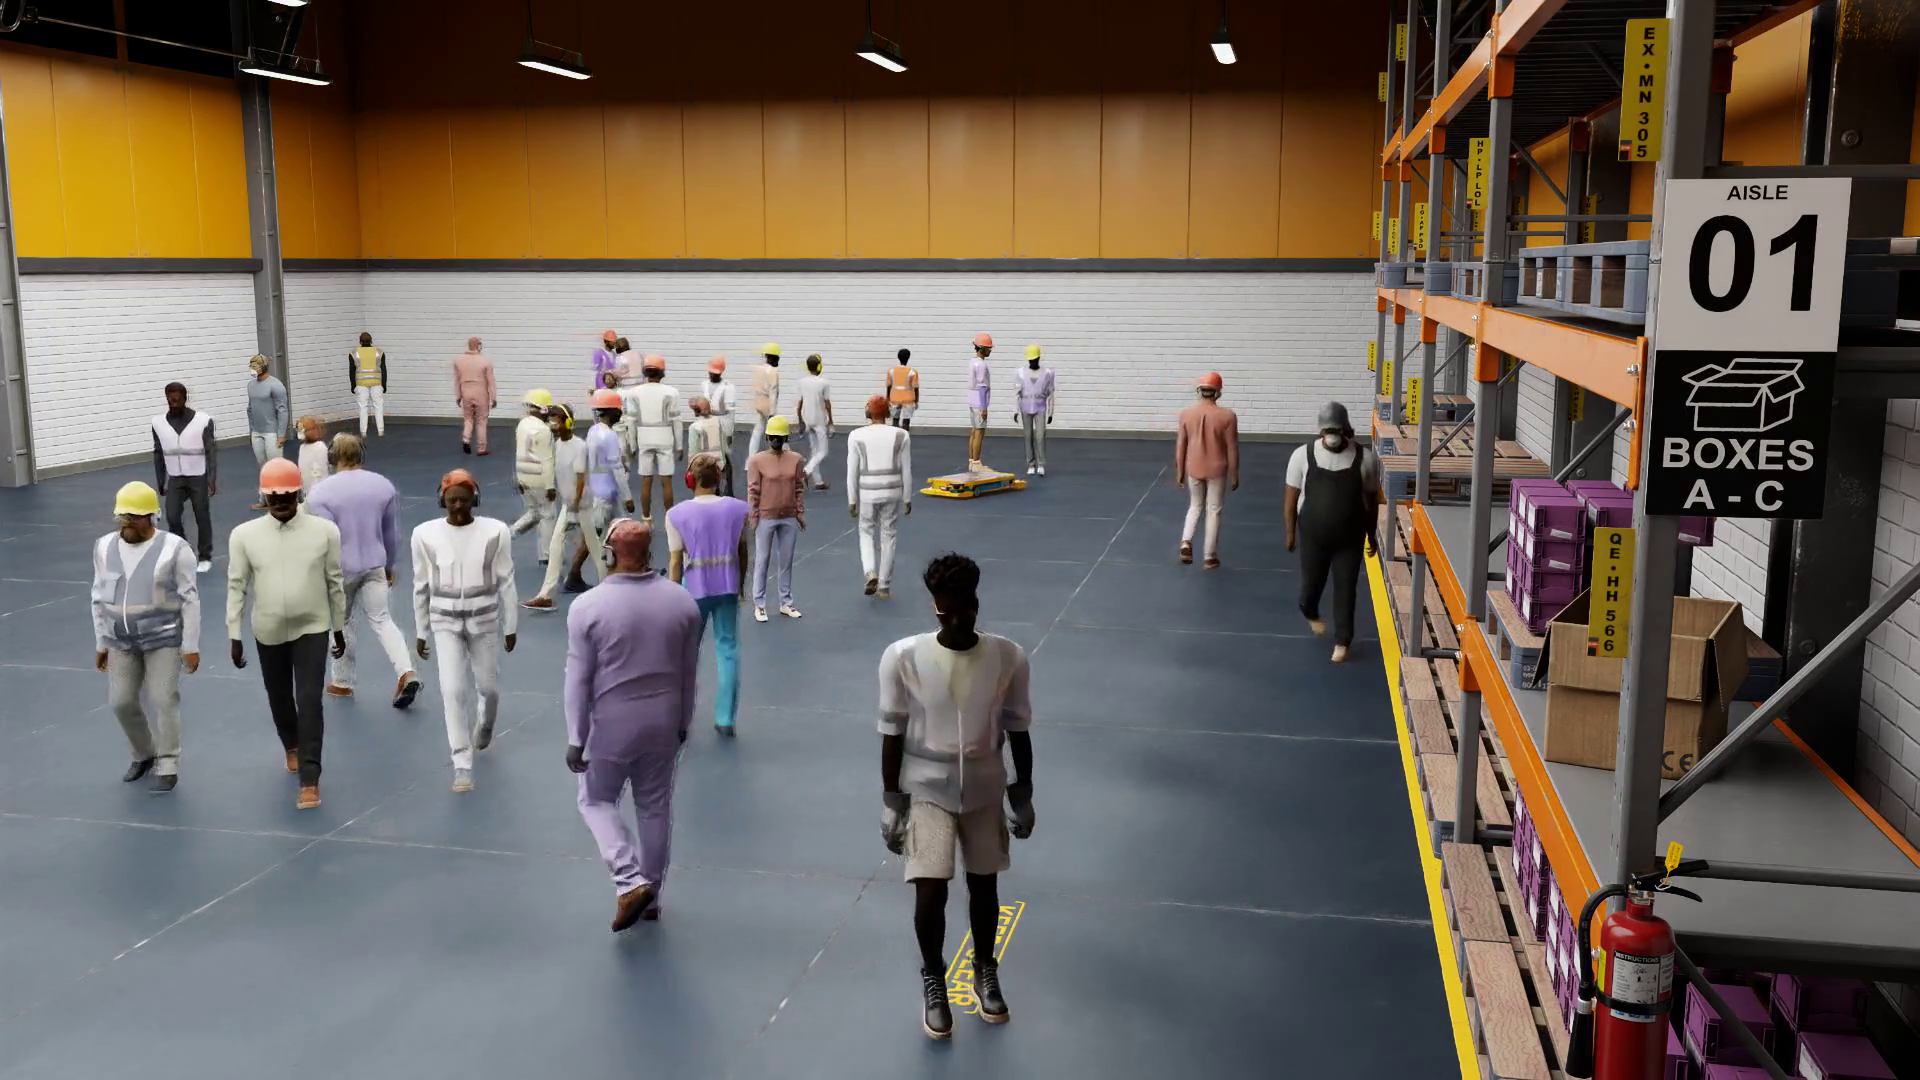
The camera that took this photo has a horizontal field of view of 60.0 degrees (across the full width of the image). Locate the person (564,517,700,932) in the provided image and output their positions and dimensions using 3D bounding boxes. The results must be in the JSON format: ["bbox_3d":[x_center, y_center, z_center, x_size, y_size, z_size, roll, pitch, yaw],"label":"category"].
[{"bbox_3d":[-1.481,0.846,7.574,0.661,1.890,0.474,-7,12,-36],"label":"person"}]

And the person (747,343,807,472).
[{"bbox_3d":[-2.731,-1.936,24.342,0.956,1.876,0.613,-6,11,-34],"label":"person"}]

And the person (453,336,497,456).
[{"bbox_3d":[-7.644,-2.270,26.311,0.677,1.895,0.415,1,10,8],"label":"person"}]

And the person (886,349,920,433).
[{"bbox_3d":[-0.915,-2.231,26.713,0.562,1.681,0.370,2,10,10],"label":"person"}]

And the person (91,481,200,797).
[{"bbox_3d":[-4.669,0.553,9.607,0.617,1.813,0.556,0,9,2],"label":"person"}]

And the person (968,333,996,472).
[{"bbox_3d":[0.319,-1.973,24.123,0.399,2.034,0.609,-2,10,-12],"label":"person"}]

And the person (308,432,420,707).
[{"bbox_3d":[-4.086,0.209,11.418,0.938,1.905,0.646,9,13,43],"label":"person"}]

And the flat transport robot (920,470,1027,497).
[{"bbox_3d":[0.189,-0.750,22.050,0.652,0.197,1.431,8,12,40],"label":"flat transport robot"}]

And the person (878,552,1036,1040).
[{"bbox_3d":[-0.009,1.001,6.505,0.654,1.929,0.589,-2,10,-11],"label":"person"}]

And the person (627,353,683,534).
[{"bbox_3d":[-3.415,-1.081,18.729,0.614,2.038,0.396,1,9,4],"label":"person"}]

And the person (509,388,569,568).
[{"bbox_3d":[-4.284,-0.605,16.571,0.616,1.807,0.623,-7,12,-35],"label":"person"}]

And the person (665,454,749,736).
[{"bbox_3d":[-1.674,0.336,10.890,0.578,1.813,0.813,-4,10,-24],"label":"person"}]

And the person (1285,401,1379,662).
[{"bbox_3d":[2.880,-0.113,12.896,0.706,2.000,0.757,2,10,12],"label":"person"}]

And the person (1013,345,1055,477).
[{"bbox_3d":[1.048,-1.833,23.779,0.584,1.873,0.926,1,9,7],"label":"person"}]

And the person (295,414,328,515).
[{"bbox_3d":[-6.239,-0.444,16.275,0.488,1.597,0.864,8,12,39],"label":"person"}]

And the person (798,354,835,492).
[{"bbox_3d":[-1.936,-1.538,22.050,0.530,1.856,0.676,6,11,31],"label":"person"}]

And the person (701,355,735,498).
[{"bbox_3d":[-3.064,-1.419,21.202,0.560,1.890,0.582,5,11,29],"label":"person"}]

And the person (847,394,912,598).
[{"bbox_3d":[-0.721,-0.386,15.060,0.589,1.863,0.454,-1,9,-5],"label":"person"}]

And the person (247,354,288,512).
[{"bbox_3d":[-8.503,-1.310,20.413,0.634,1.938,0.355,6,11,30],"label":"person"}]

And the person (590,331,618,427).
[{"bbox_3d":[-6.083,-2.680,28.828,0.957,1.875,0.560,4,10,23],"label":"person"}]

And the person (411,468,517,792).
[{"bbox_3d":[-2.923,0.486,9.852,0.585,1.862,0.813,-2,10,-15],"label":"person"}]

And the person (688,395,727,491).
[{"bbox_3d":[-2.754,-0.763,18.049,0.368,1.619,0.535,5,11,29],"label":"person"}]

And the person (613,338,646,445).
[{"bbox_3d":[-5.549,-2.485,27.917,0.434,1.817,0.687,7,12,37],"label":"person"}]

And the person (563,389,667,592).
[{"bbox_3d":[-3.276,-0.463,15.505,1.036,1.886,0.563,-5,11,-27],"label":"person"}]

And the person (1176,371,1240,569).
[{"bbox_3d":[2.466,-0.687,16.541,0.631,1.982,0.485,5,11,30],"label":"person"}]

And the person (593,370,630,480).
[{"bbox_3d":[-4.700,-1.511,22.580,0.528,1.625,0.653,-1,9,-3],"label":"person"}]

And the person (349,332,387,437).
[{"bbox_3d":[-10.422,-2.738,29.310,0.633,1.841,0.429,-4,10,-25],"label":"person"}]

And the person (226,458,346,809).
[{"bbox_3d":[-3.868,0.484,9.579,0.633,1.955,0.998,-3,10,-19],"label":"person"}]

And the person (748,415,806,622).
[{"bbox_3d":[-1.552,-0.187,14.173,0.528,1.764,0.328,-6,11,-31],"label":"person"}]

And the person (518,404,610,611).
[{"bbox_3d":[-3.411,-0.267,14.487,0.551,1.808,0.955,9,13,43],"label":"person"}]

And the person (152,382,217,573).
[{"bbox_3d":[-7.563,-0.597,16.258,0.631,1.891,0.620,-1,10,-8],"label":"person"}]
